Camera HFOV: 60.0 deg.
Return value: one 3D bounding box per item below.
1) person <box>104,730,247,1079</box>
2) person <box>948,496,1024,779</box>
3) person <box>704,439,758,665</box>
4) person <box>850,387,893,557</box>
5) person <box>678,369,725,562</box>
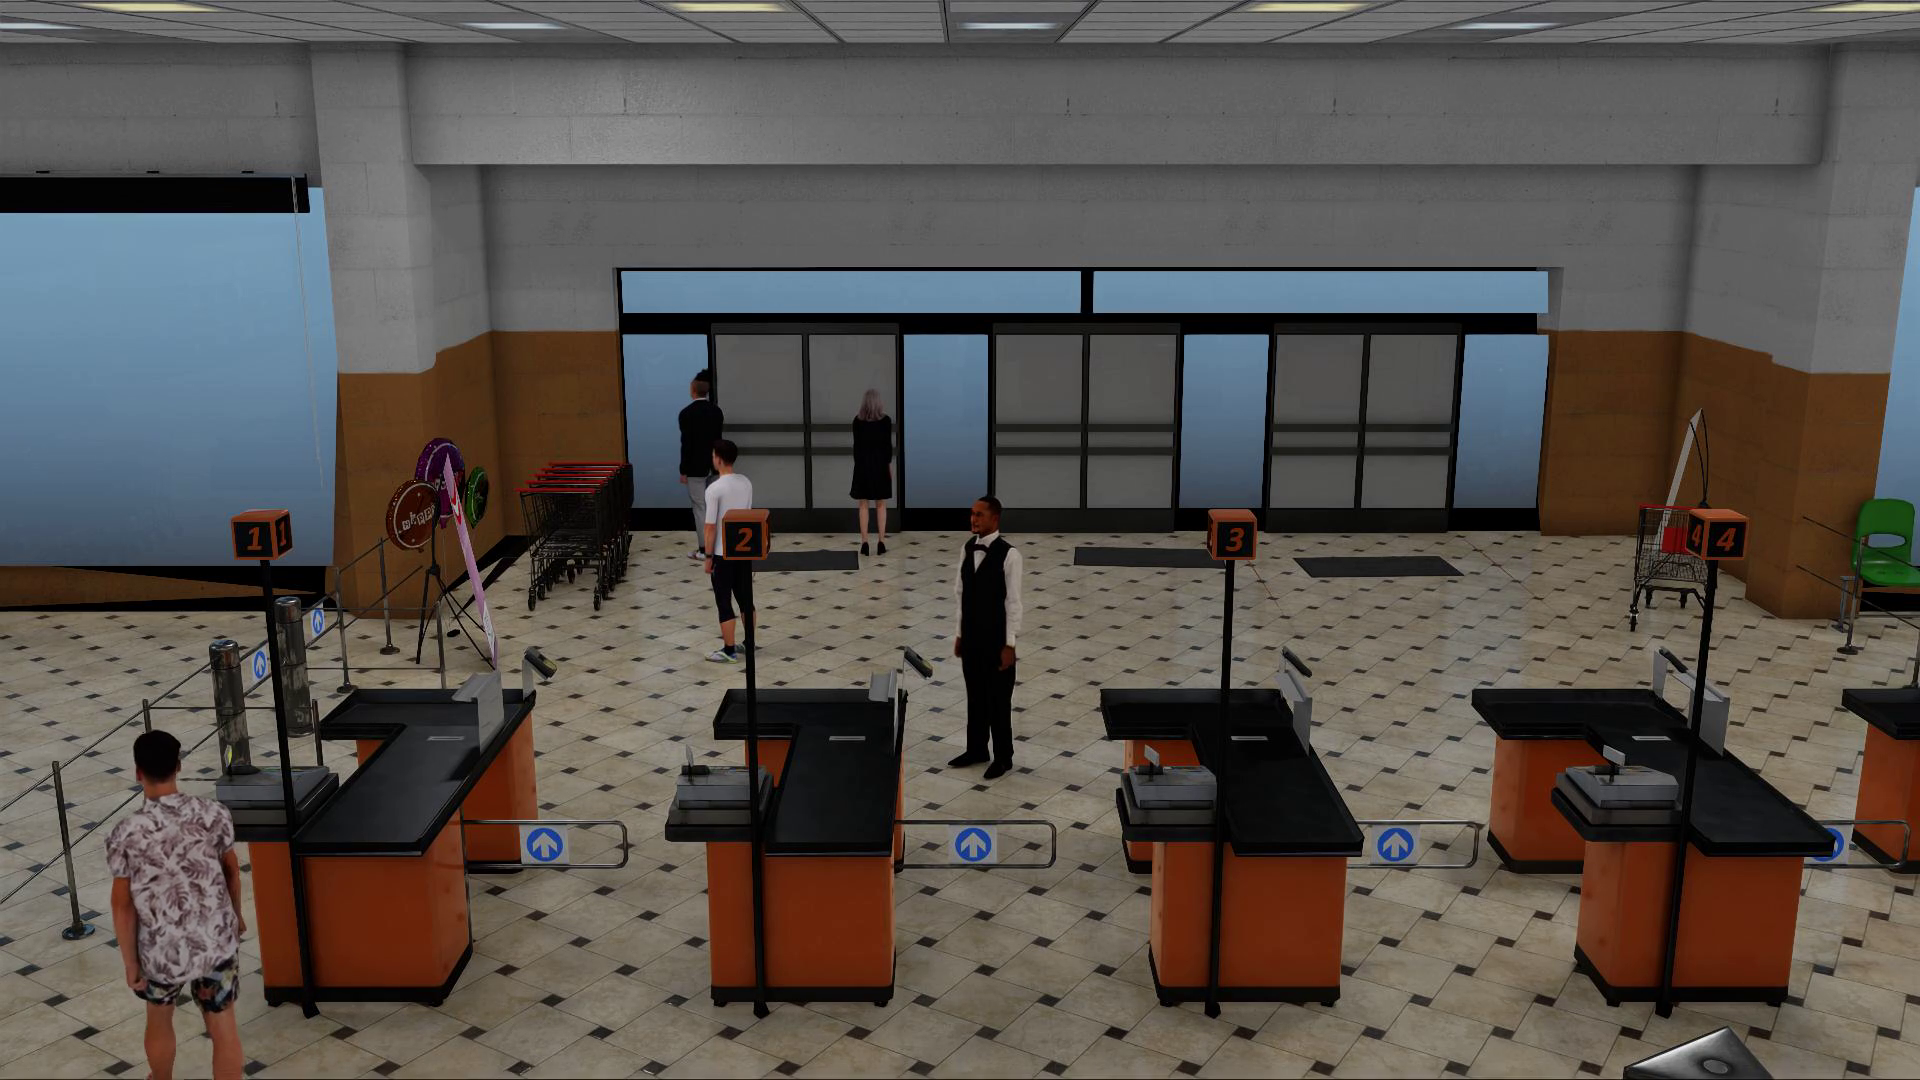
[{"bbox_3d":[-3.254,1.720,7.049,0.974,1.792,1.081,-8,16,-31],"label":"person"},{"bbox_3d":[0.193,0.637,11.243,0.774,1.919,0.822,12,18,41],"label":"person"},{"bbox_3d":[-1.881,0.084,13.675,0.791,1.848,0.685,9,16,34],"label":"person"},{"bbox_3d":[-0.906,-0.710,17.166,0.630,1.745,0.606,-2,14,-8],"label":"person"},{"bbox_3d":[-2.623,-0.774,16.998,0.851,1.949,0.775,12,18,40],"label":"person"}]
